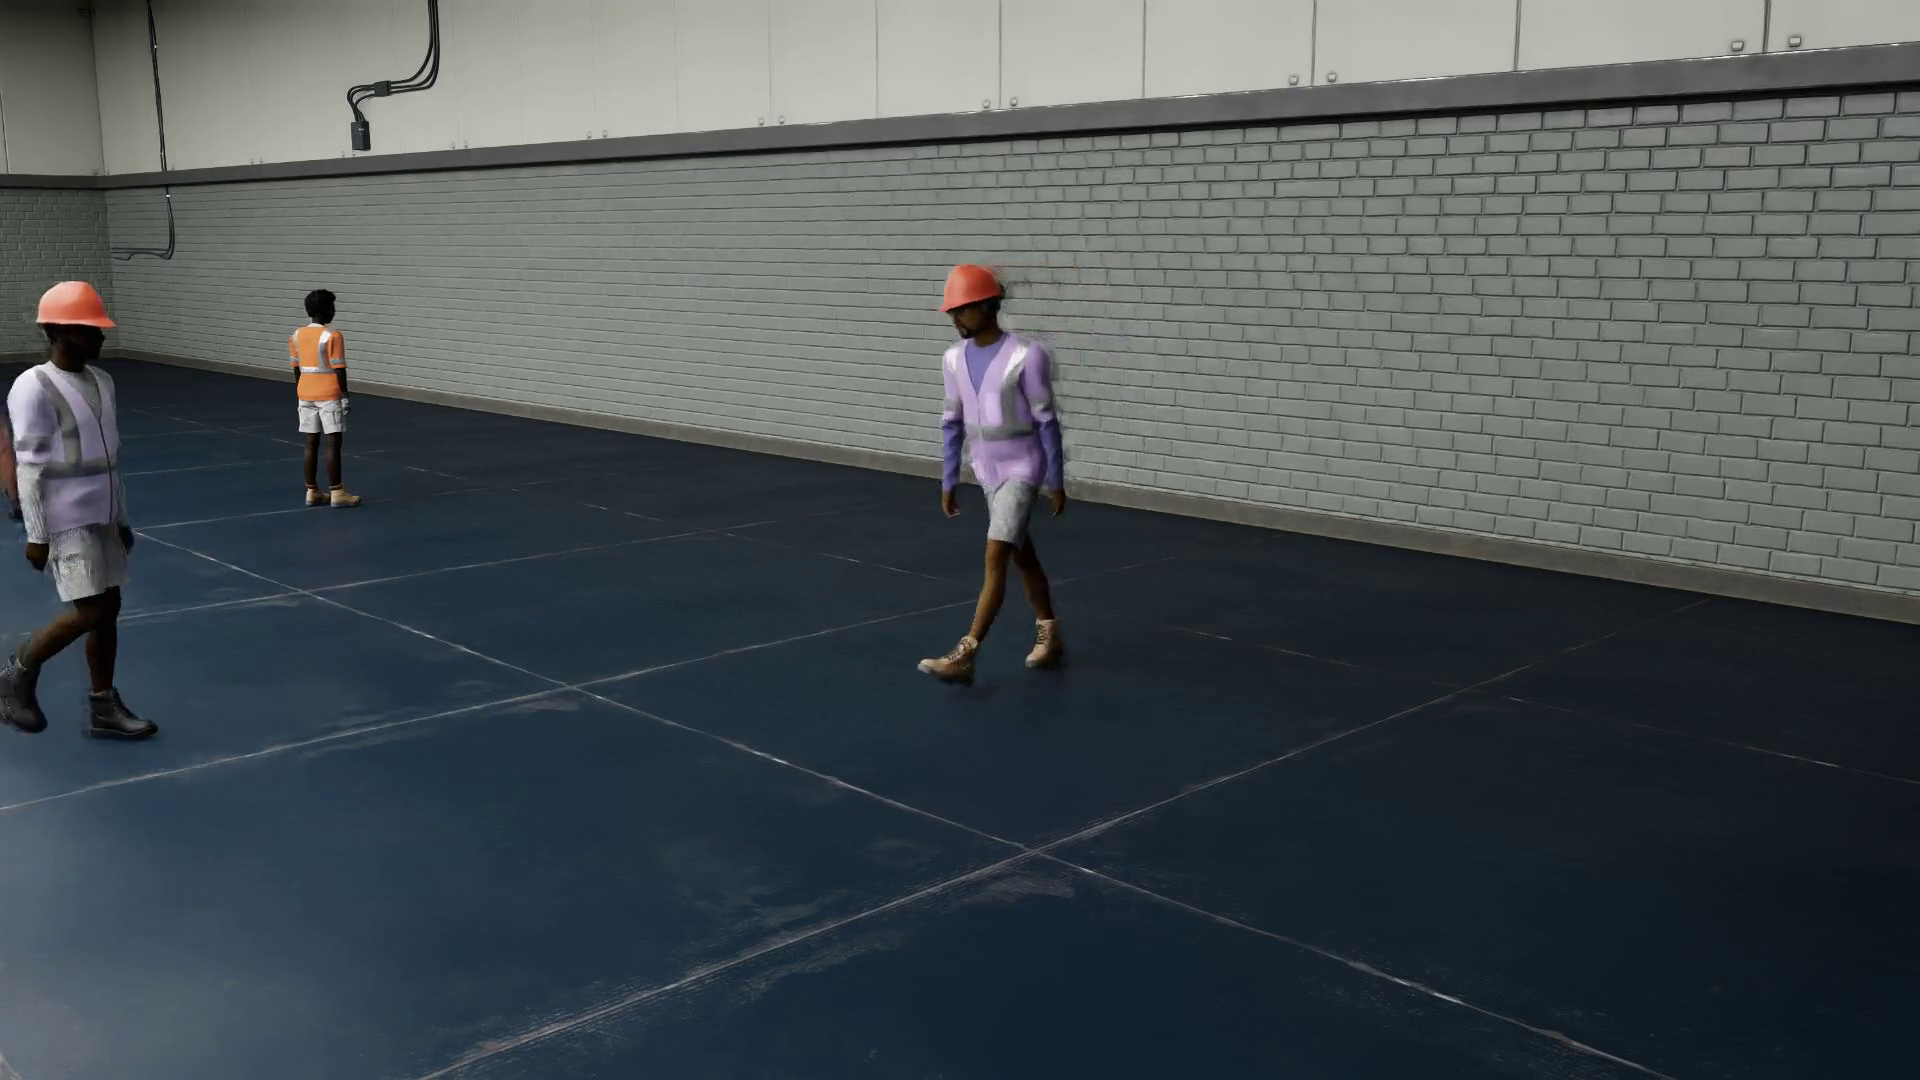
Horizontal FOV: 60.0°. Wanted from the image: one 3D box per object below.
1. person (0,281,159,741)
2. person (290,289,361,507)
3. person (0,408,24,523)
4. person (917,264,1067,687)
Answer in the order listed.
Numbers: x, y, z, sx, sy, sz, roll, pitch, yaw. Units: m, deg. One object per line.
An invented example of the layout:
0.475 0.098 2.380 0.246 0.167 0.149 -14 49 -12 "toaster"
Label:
-3.695 -0.101 6.896 0.548 1.926 0.545 1 10 4 "person"
-4.987 -1.110 13.029 0.538 1.692 0.320 5 12 26 "person"
-4.910 -0.196 8.215 0.546 1.619 0.461 2 11 9 "person"
0.155 -0.306 7.883 1.087 1.967 0.614 -10 14 -42 "person"
